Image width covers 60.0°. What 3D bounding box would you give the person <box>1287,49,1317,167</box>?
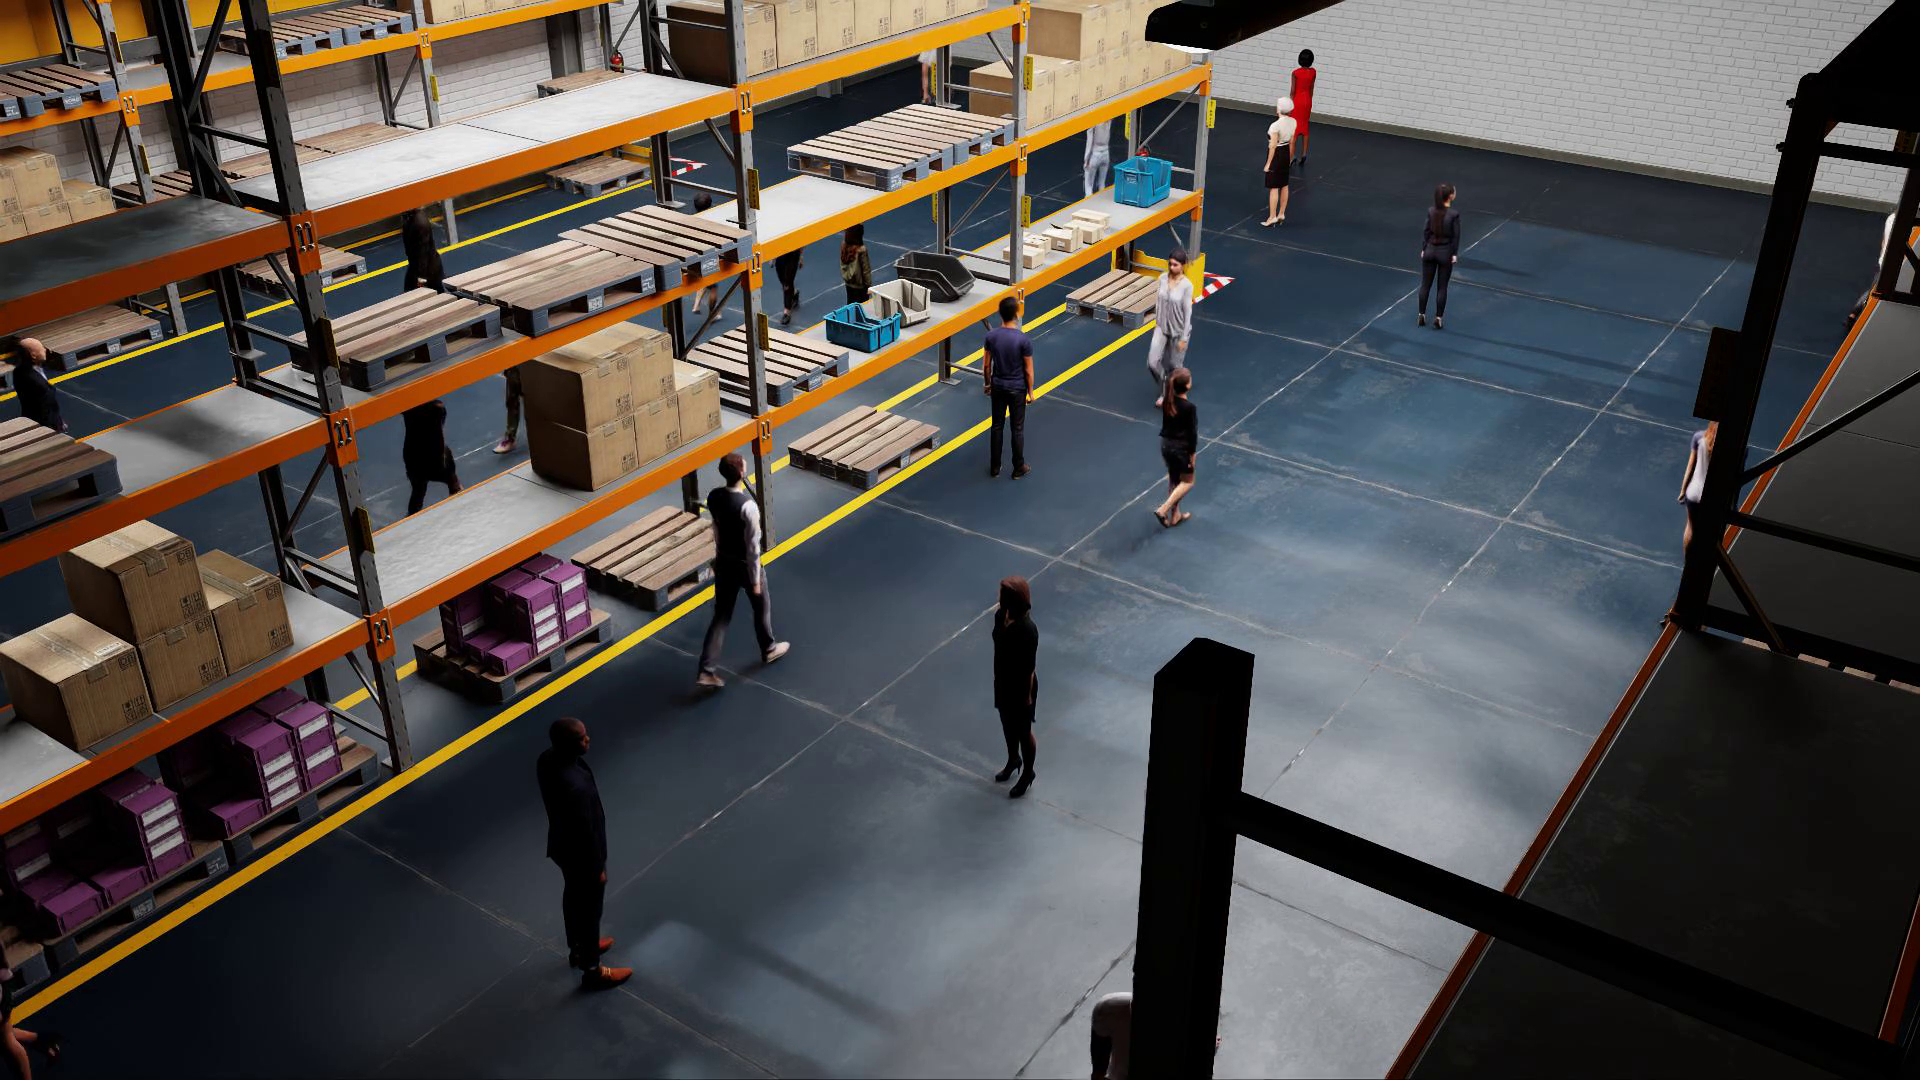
[{"bbox_3d":[5.158,-6.545,25.171,0.602,1.744,0.705,-11,30,-19],"label":"person"}]

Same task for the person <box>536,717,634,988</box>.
[{"bbox_3d":[-2.245,1.819,9.760,0.760,1.818,0.782,-15,32,-26],"label":"person"}]

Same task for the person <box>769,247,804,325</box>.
[{"bbox_3d":[-2.021,-3.317,19.546,0.815,1.462,1.032,5,29,10],"label":"person"}]

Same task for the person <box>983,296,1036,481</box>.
[{"bbox_3d":[0.450,-1.439,15.762,0.707,1.789,0.630,8,30,15],"label":"person"}]

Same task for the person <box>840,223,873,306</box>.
[{"bbox_3d":[-1.165,-2.897,18.763,0.562,1.475,0.625,-25,37,-38],"label":"person"}]

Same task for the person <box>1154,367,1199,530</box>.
[{"bbox_3d":[1.906,-0.793,14.827,0.615,1.550,0.800,25,37,38],"label":"person"}]

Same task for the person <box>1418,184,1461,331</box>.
[{"bbox_3d":[5.528,-3.273,19.205,0.577,1.712,0.471,20,35,32],"label":"person"}]

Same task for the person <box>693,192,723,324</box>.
[{"bbox_3d":[-2.995,-3.260,19.347,0.572,1.553,0.583,20,34,32],"label":"person"}]

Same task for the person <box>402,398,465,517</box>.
[{"bbox_3d":[-4.713,-0.695,14.521,0.737,1.672,1.012,12,31,21],"label":"person"}]

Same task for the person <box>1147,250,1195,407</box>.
[{"bbox_3d":[2.244,-2.183,17.159,0.637,1.757,0.637,20,35,32],"label":"person"}]

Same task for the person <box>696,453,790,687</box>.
[{"bbox_3d":[-1.739,0.248,12.545,0.667,1.908,1.185,19,34,31],"label":"person"}]

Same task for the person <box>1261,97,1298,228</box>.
[{"bbox_3d":[4.337,-5.121,22.548,0.573,1.756,0.743,-20,35,-32],"label":"person"}]

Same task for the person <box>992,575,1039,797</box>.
[{"bbox_3d":[0.389,0.990,11.402,0.616,1.701,0.645,-19,34,-30],"label":"person"}]

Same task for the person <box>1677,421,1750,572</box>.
[{"bbox_3d":[6.194,-0.322,13.808,0.620,1.700,1.050,18,33,30],"label":"person"}]

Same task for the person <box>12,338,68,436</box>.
[{"bbox_3d":[-8.240,-0.904,14.832,0.713,1.742,1.195,21,35,33],"label":"person"}]

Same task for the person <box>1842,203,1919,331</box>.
[{"bbox_3d":[10.594,-3.150,19.005,1.149,1.689,1.056,-7,29,-12],"label":"person"}]
